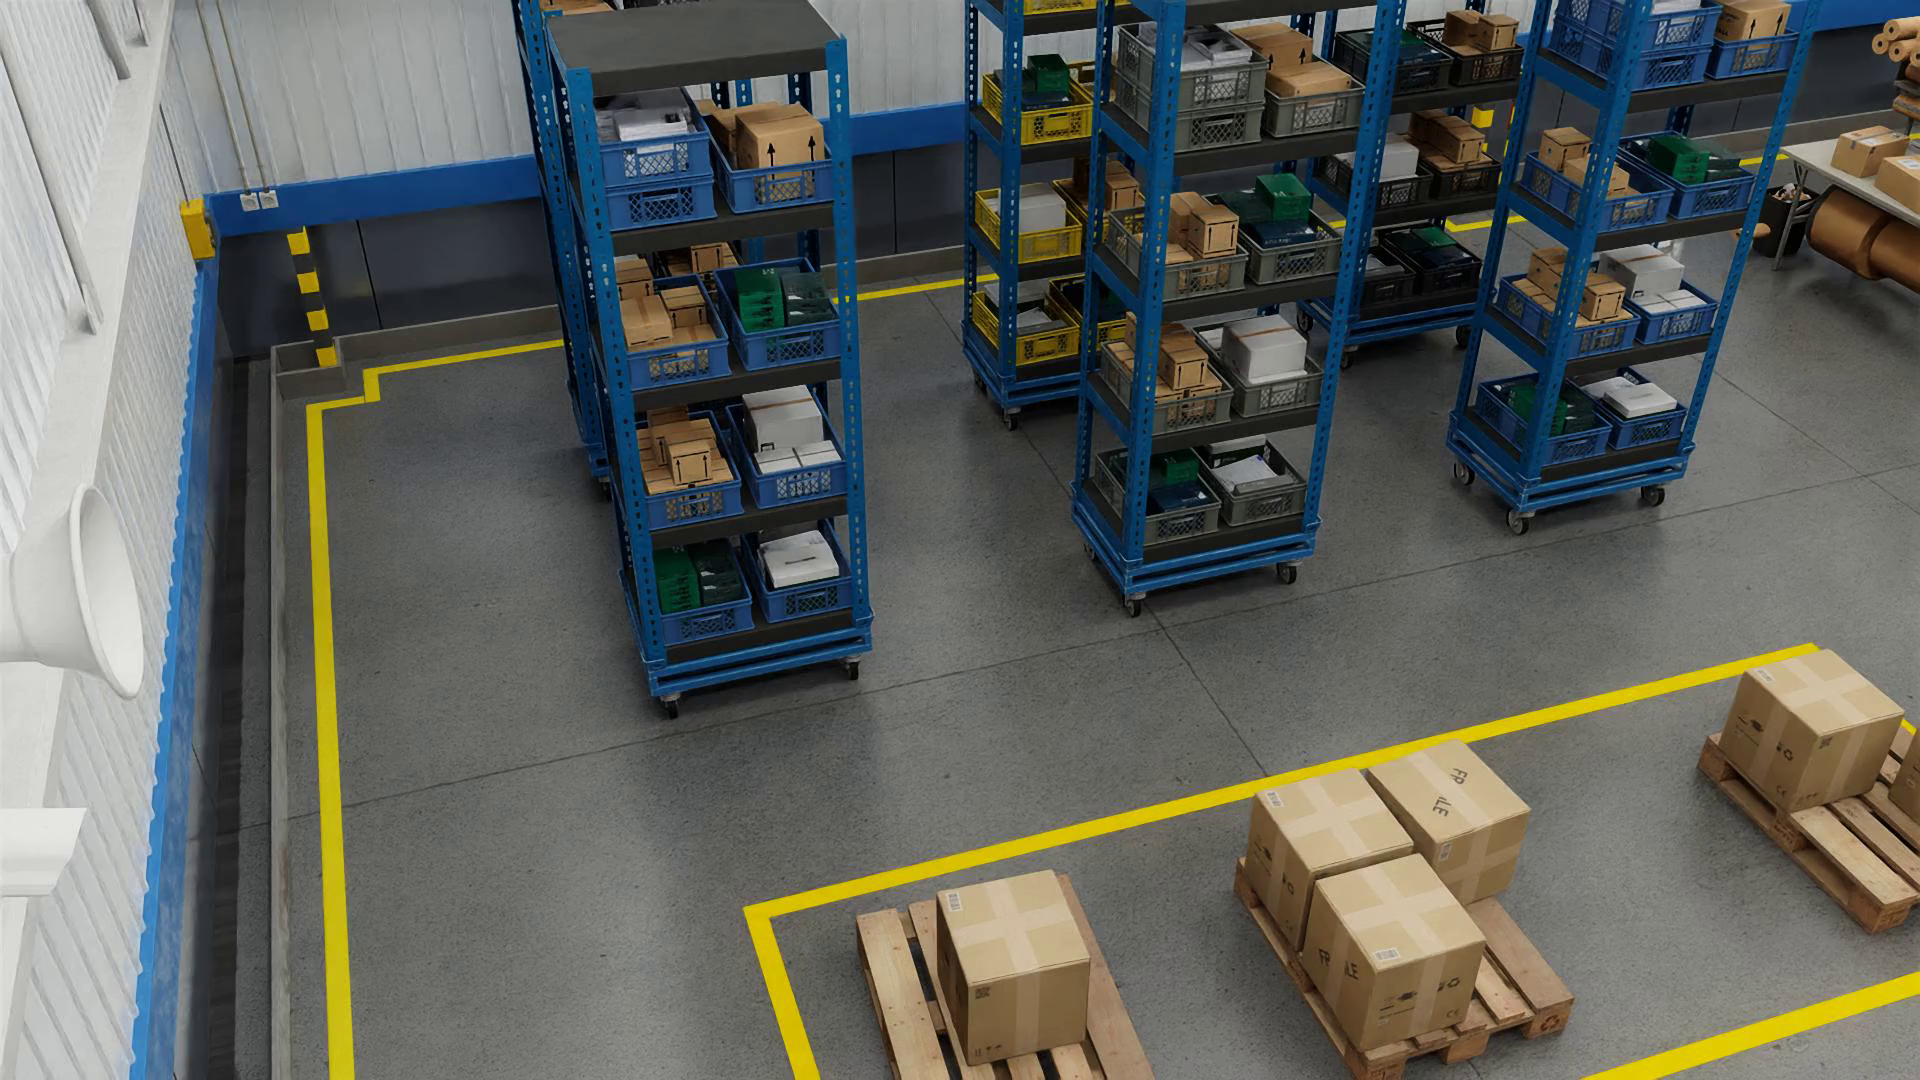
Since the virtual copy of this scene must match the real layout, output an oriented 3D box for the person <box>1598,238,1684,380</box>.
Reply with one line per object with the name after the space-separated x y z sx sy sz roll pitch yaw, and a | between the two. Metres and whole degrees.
4.539 -1.780 11.181 0.573 1.881 0.351 -5 36 -8 | person
